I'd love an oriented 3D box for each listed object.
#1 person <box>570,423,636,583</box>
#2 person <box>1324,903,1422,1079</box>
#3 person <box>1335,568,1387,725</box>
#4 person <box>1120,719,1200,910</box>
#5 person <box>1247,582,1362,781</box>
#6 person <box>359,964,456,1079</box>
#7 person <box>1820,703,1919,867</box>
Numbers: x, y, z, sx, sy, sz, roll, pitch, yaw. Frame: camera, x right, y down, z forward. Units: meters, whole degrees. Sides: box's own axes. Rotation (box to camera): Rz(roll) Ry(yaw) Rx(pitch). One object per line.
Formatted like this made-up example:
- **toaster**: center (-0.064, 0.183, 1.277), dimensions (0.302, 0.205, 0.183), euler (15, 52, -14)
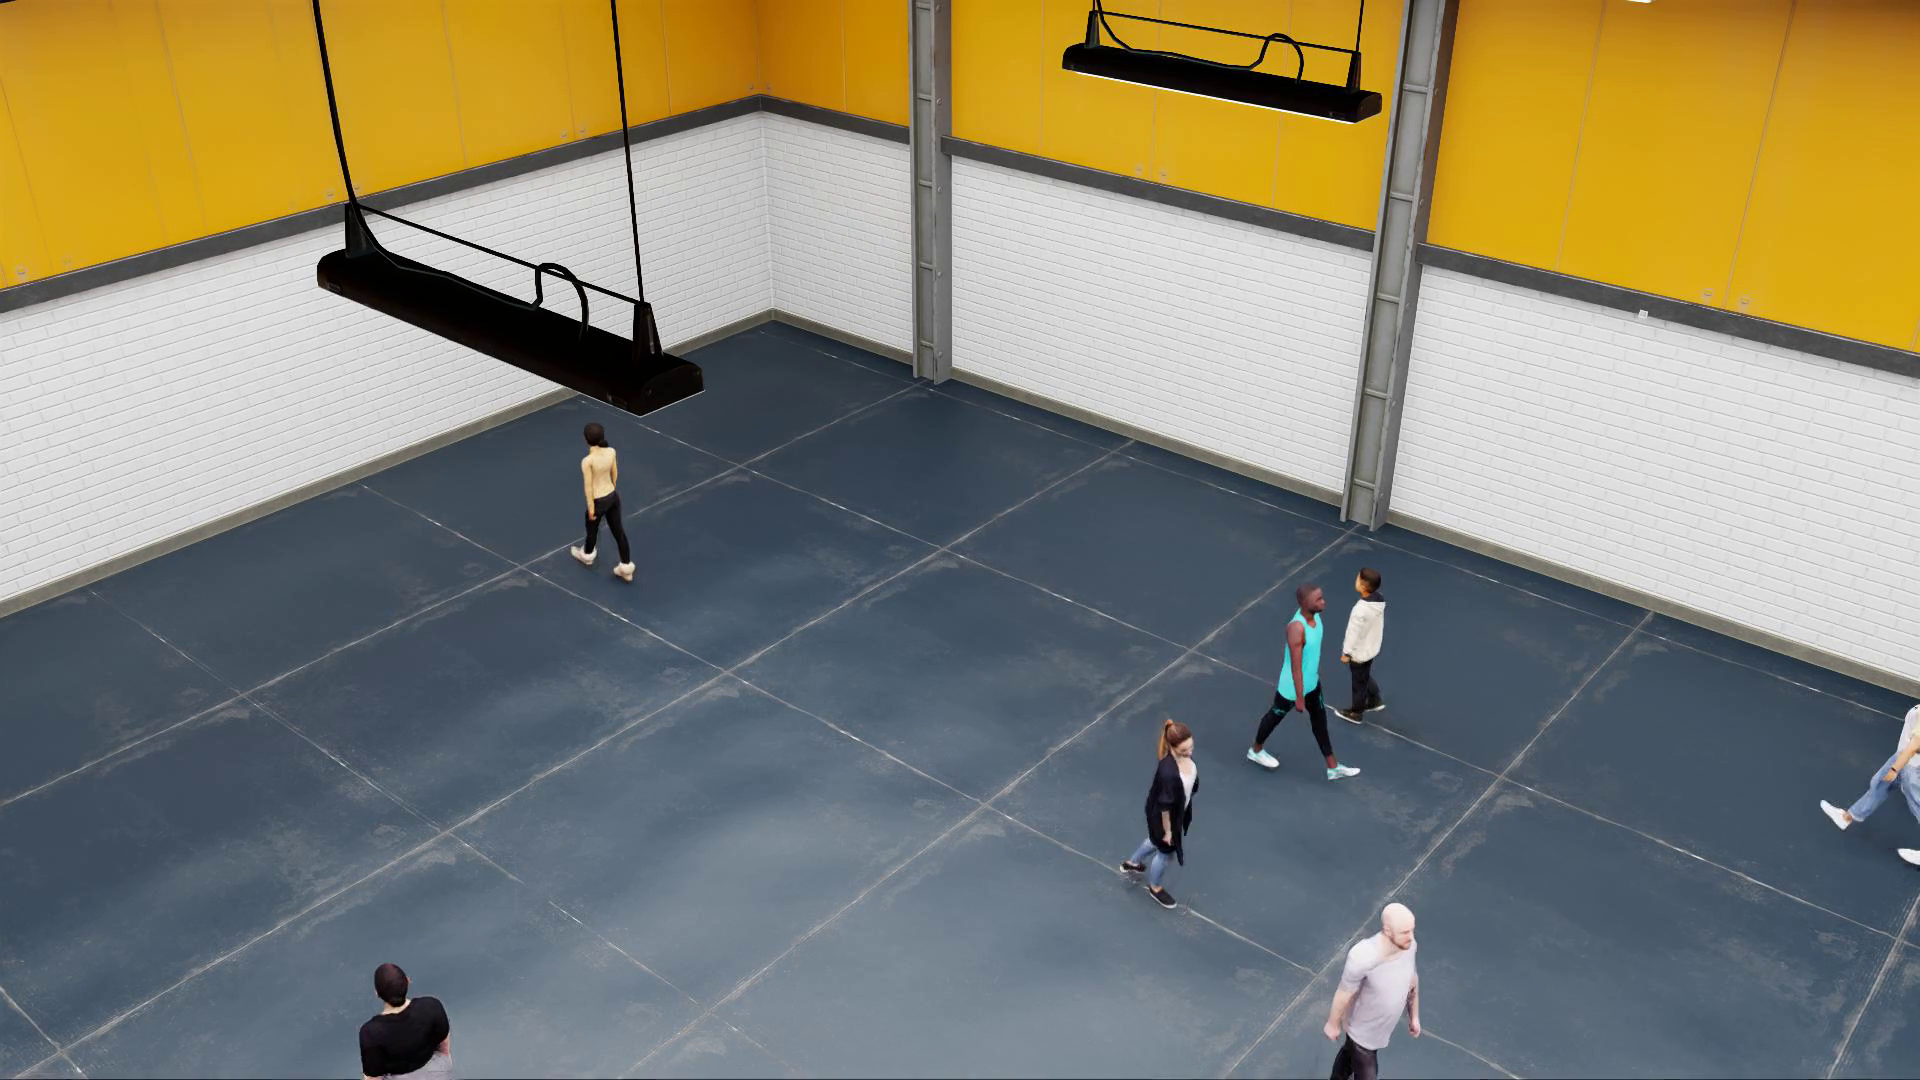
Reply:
- **person**: center (-3.388, -0.338, 16.067), dimensions (1.018, 1.627, 0.622), euler (24, 37, 37)
- **person**: center (2.408, 2.855, 10.026), dimensions (0.844, 1.806, 1.117), euler (-18, 33, -29)
- **person**: center (3.449, 0.920, 13.949), dimensions (0.633, 1.446, 0.617), euler (18, 33, 30)
- **person**: center (1.456, 1.932, 11.873), dimensions (0.856, 1.658, 0.779), euler (7, 29, 13)
- **person**: center (2.598, 1.120, 13.245), dimensions (1.185, 1.769, 0.733), euler (17, 33, 29)
- **person**: center (-3.079, 3.188, 9.483), dimensions (0.772, 1.741, 0.825), euler (-18, 34, -30)
- **person**: center (7.138, 1.713, 12.261), dimensions (0.710, 1.670, 1.134), euler (-26, 38, -38)
